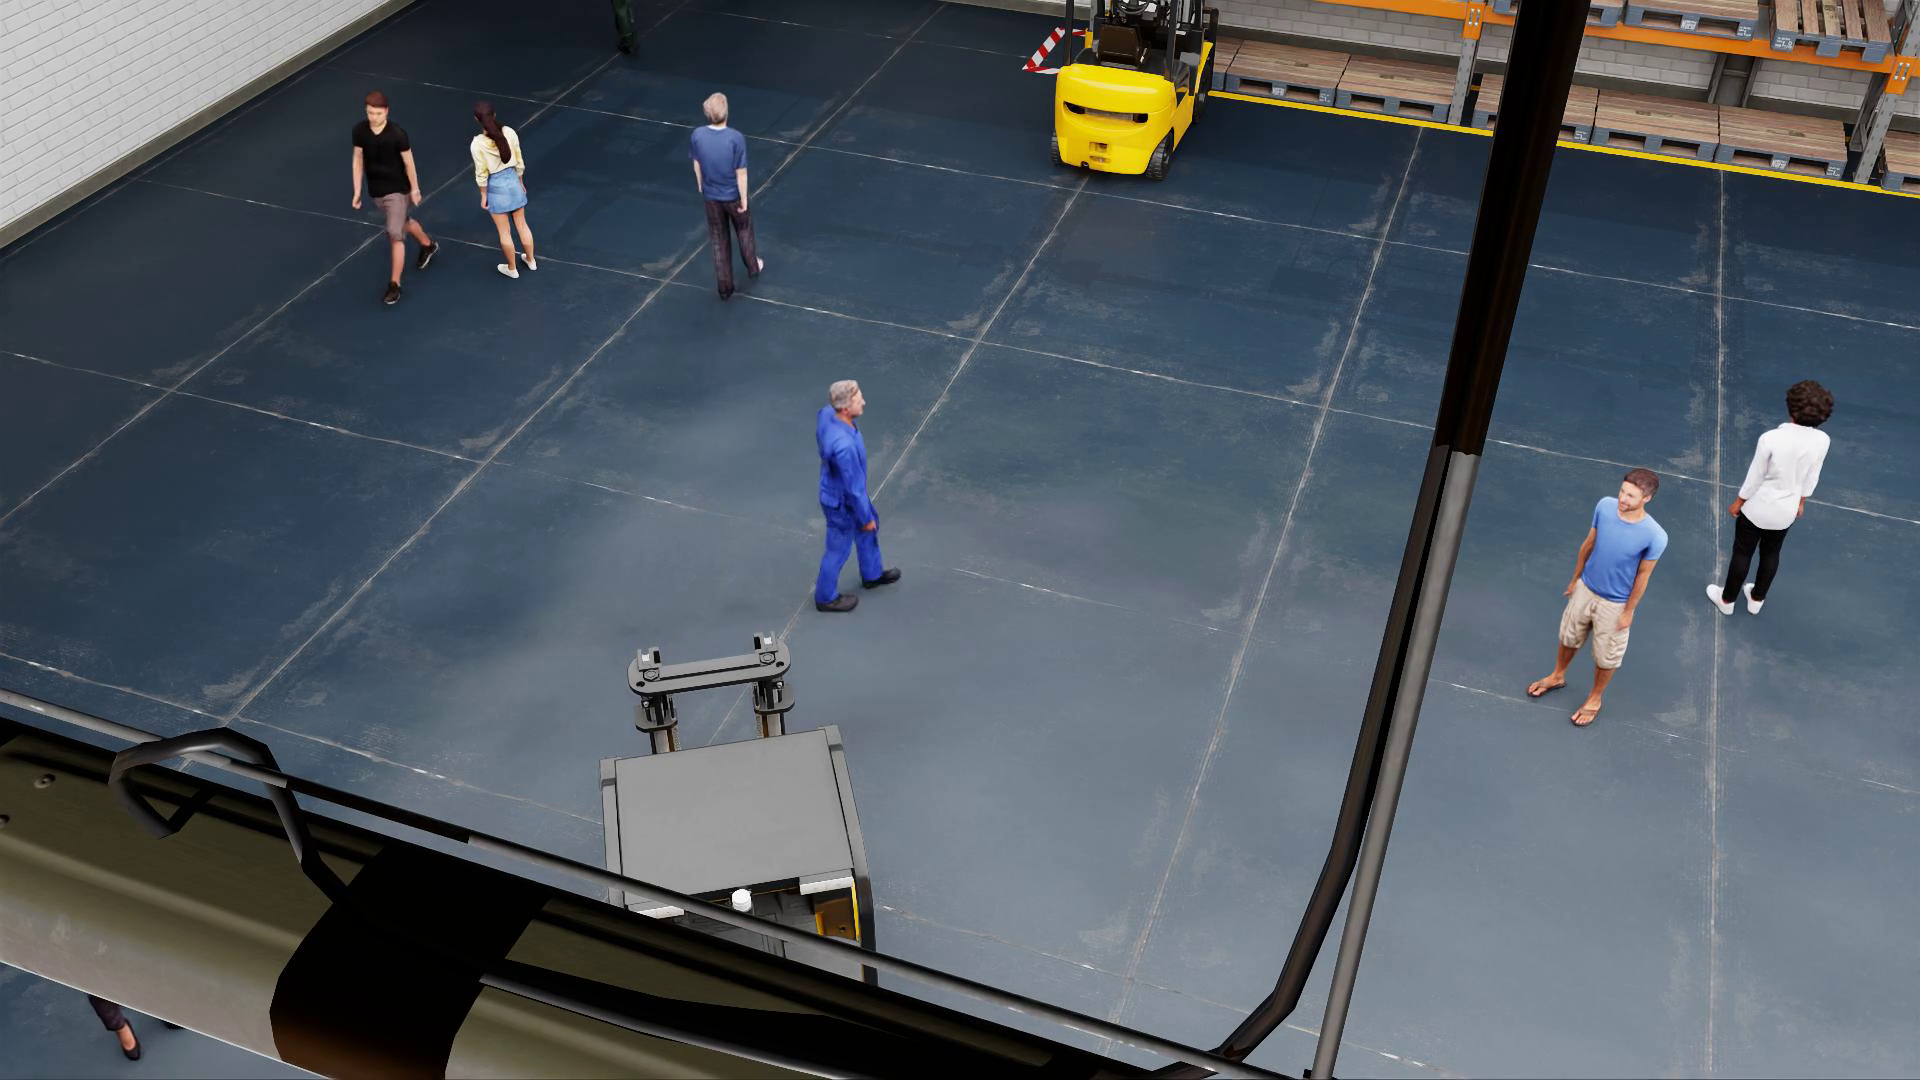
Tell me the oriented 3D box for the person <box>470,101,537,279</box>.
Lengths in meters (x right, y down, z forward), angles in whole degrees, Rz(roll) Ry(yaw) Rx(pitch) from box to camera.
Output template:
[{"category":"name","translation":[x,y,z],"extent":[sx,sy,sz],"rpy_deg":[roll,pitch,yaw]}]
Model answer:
[{"category":"person","translation":[-4.055,-3.109,14.758],"extent":[0.711,1.631,0.696],"rpy_deg":[-31,48,-33]}]

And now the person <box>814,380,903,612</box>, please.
[{"category":"person","translation":[-0.861,-0.268,11.062],"extent":[1.057,1.805,0.979],"rpy_deg":[-7,39,-9]}]

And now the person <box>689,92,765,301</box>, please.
[{"category":"person","translation":[-2.058,-2.923,14.348],"extent":[0.902,1.853,0.867],"rpy_deg":[3,39,4]}]

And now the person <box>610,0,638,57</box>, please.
[{"category":"person","translation":[-3.779,-6.324,18.632],"extent":[0.838,1.821,0.853],"rpy_deg":[-30,48,-32]}]

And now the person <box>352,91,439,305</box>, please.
[{"category":"person","translation":[-4.947,-3.102,14.597],"extent":[1.183,1.822,0.771],"rpy_deg":[11,40,13]}]

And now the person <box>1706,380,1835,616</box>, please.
[{"category":"person","translation":[5.399,-0.261,11.050],"extent":[0.601,1.808,0.761],"rpy_deg":[0,39,0]}]

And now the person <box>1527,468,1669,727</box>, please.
[{"category":"person","translation":[3.999,0.314,10.285],"extent":[0.803,1.863,0.695],"rpy_deg":[-26,45,-28]}]
